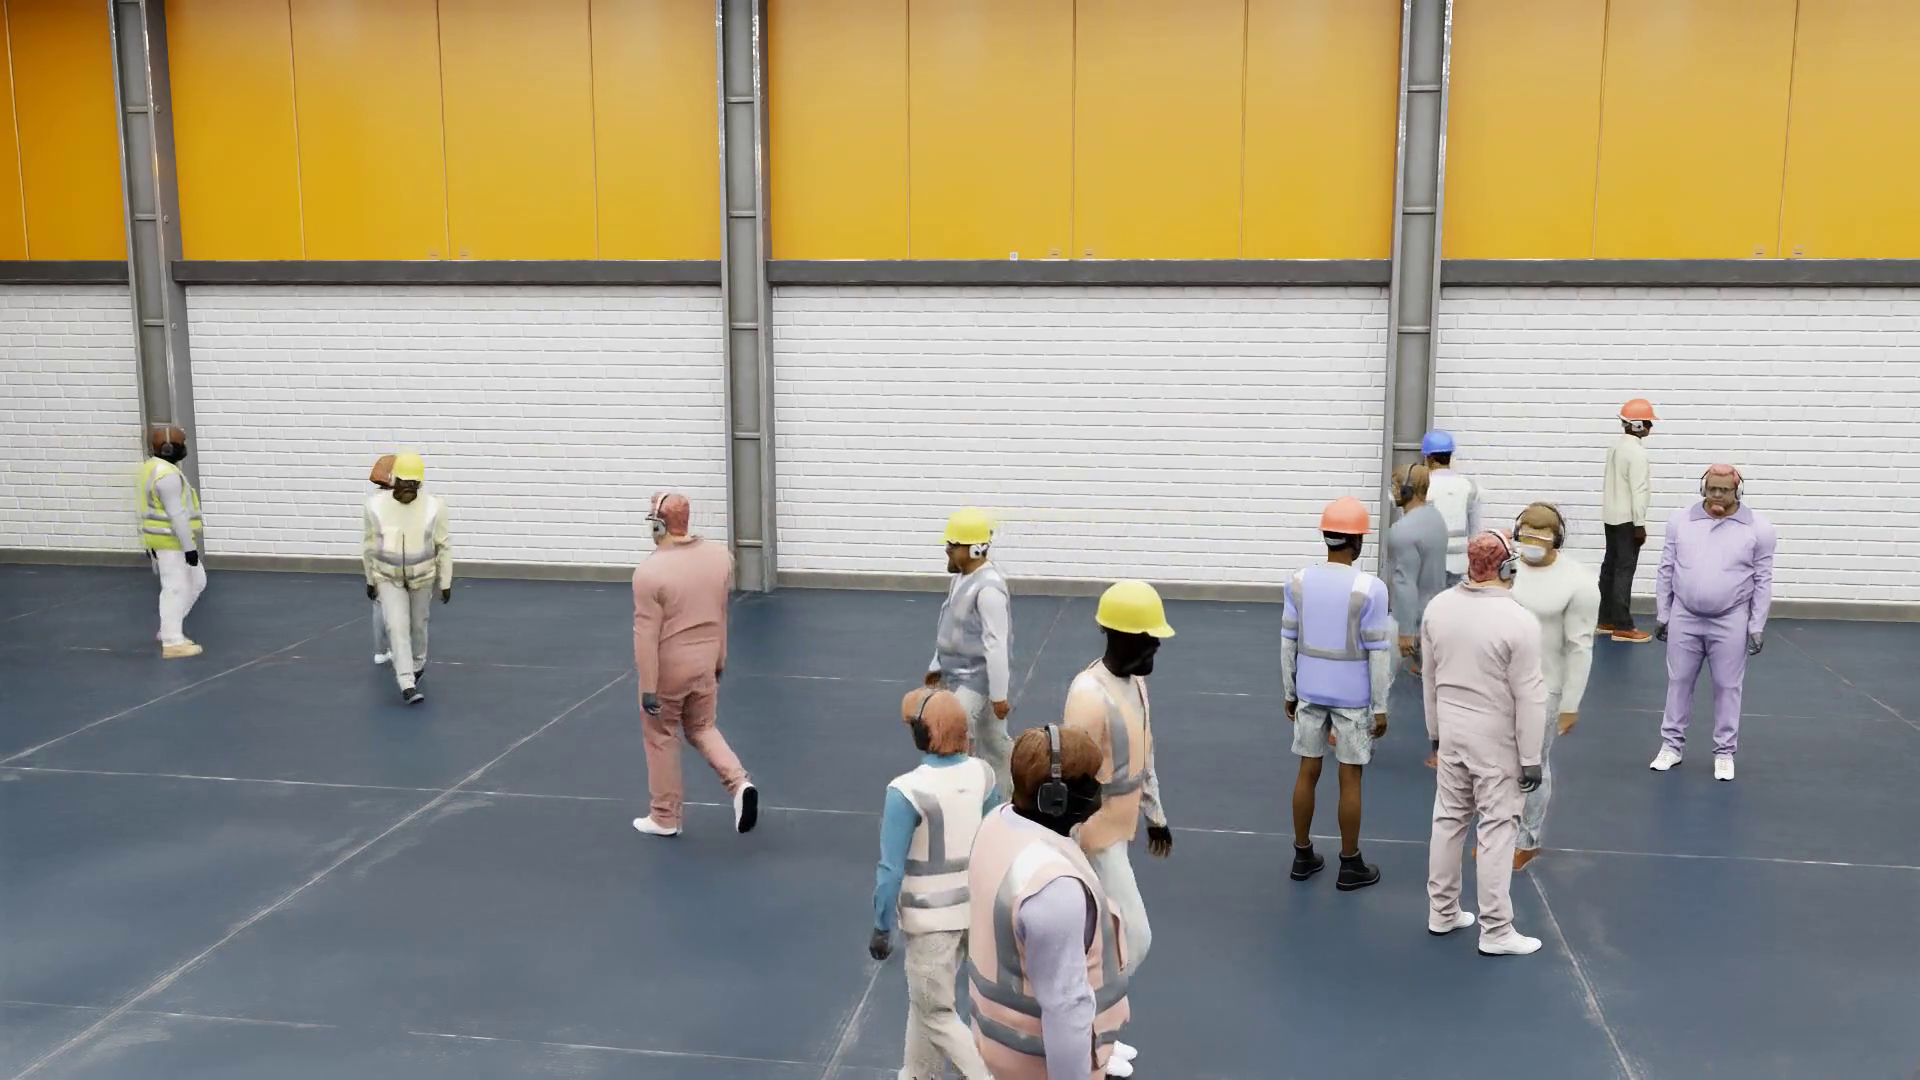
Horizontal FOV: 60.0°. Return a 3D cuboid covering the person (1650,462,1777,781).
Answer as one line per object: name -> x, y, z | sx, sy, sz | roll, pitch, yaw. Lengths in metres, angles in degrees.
person -> 4.486, 0.480, 9.956 | 0.639, 1.907, 0.406 | 6, 11, 34

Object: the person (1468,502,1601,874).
person -> 2.814, 0.749, 8.265 | 0.649, 1.913, 0.493 | 9, 13, 44

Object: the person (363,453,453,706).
person -> -3.910, 0.252, 11.788 | 0.601, 1.773, 0.915 | -3, 10, -18

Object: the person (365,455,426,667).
person -> -4.364, 0.158, 12.775 | 0.507, 1.632, 0.264 | 7, 12, 37

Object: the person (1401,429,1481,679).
person -> 3.465, 0.162, 11.939 | 0.612, 1.910, 0.912 | -2, 9, -14

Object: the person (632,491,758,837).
person -> -1.435, 0.680, 8.776 | 0.695, 1.883, 0.647 | 8, 12, 41

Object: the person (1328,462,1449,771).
person -> 2.702, 0.464, 10.121 | 1.035, 1.879, 0.655 | 7, 12, 39

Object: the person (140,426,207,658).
person -> -6.136, 0.021, 13.017 | 0.457, 1.824, 0.641 | -6, 11, -31

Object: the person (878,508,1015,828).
person -> -0.021, 0.721, 8.830 | 0.887, 1.788, 0.591 | -1, 9, -7

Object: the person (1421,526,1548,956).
person -> 2.353, 0.888, 7.421 | 0.407, 1.913, 0.641 | -6, 11, -31

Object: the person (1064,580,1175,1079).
person -> 0.568, 1.083, 6.245 | 0.478, 1.905, 0.620 | 3, 10, 18

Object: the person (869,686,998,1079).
person -> -0.014, 1.311, 5.734 | 0.765, 1.605, 0.517 | 7, 12, 38

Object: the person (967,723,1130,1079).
person -> 0.243, 1.393, 4.522 | 0.429, 1.840, 0.636 | -2, 9, -14

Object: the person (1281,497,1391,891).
person -> 1.861, 0.749, 8.201 | 0.552, 1.933, 0.373 | 7, 12, 37

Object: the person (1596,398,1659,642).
person -> 5.497, -0.172, 13.693 | 0.391, 1.995, 0.613 | 0, 9, 0
